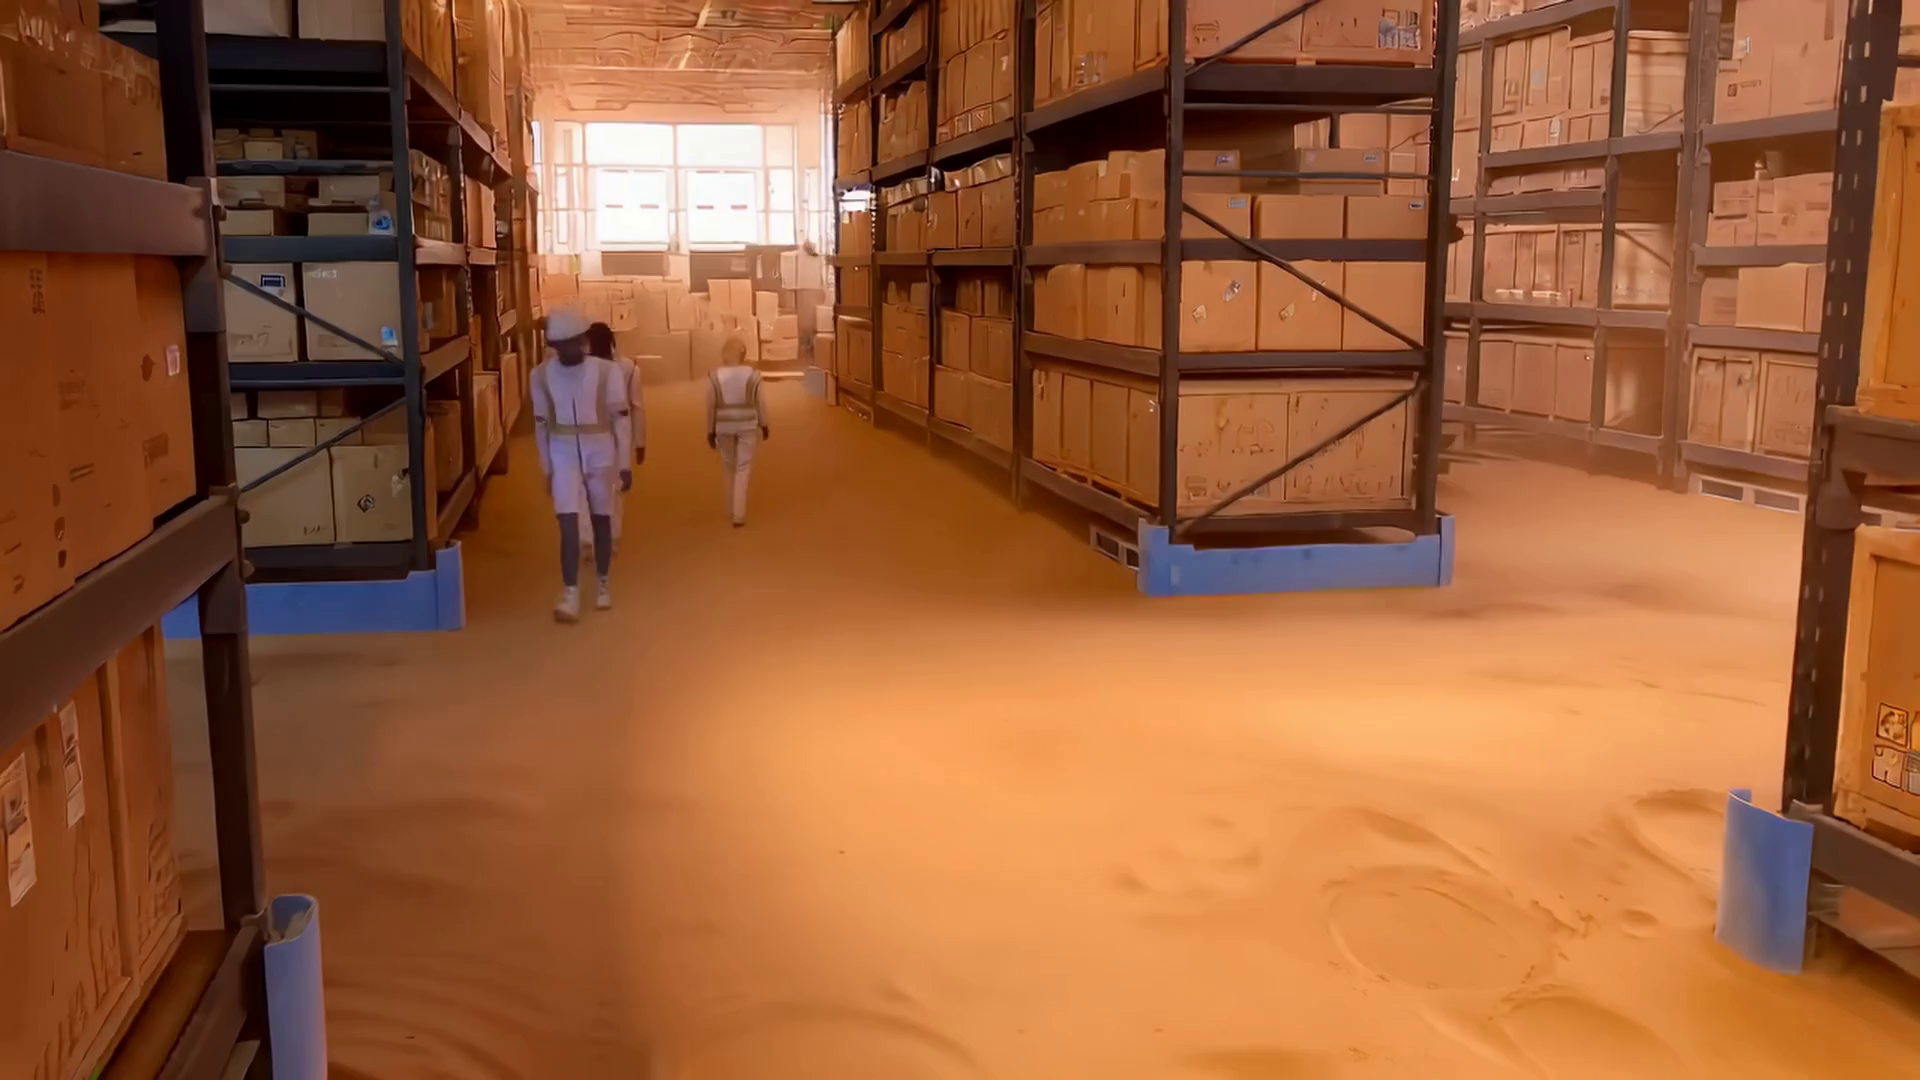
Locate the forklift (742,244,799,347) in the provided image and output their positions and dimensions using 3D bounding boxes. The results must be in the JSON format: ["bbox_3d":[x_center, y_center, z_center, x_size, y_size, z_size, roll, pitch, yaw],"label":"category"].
[{"bbox_3d":[-5.434,-6.559,44.801,1.873,2.768,1.129,-9,13,-44],"label":"forklift"}]

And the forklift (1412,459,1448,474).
[{"bbox_3d":[4.180,-2.136,17.845,1.129,2.768,1.873,-6,11,-32],"label":"forklift"}]

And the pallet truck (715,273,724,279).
[{"bbox_3d":[-8.580,-8.986,62.280,1.885,1.965,0.823,1,9,5],"label":"pallet truck"}]

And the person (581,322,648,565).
[{"bbox_3d":[-2.666,-0.712,12.435,0.660,1.799,0.918,-2,10,-11],"label":"person"}]

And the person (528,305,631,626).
[{"bbox_3d":[-2.376,-0.465,10.391,0.634,1.968,1.060,-1,9,-7],"label":"person"}]

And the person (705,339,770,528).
[{"bbox_3d":[-1.917,-0.933,14.405,0.514,1.598,0.848,0,9,3],"label":"person"}]
